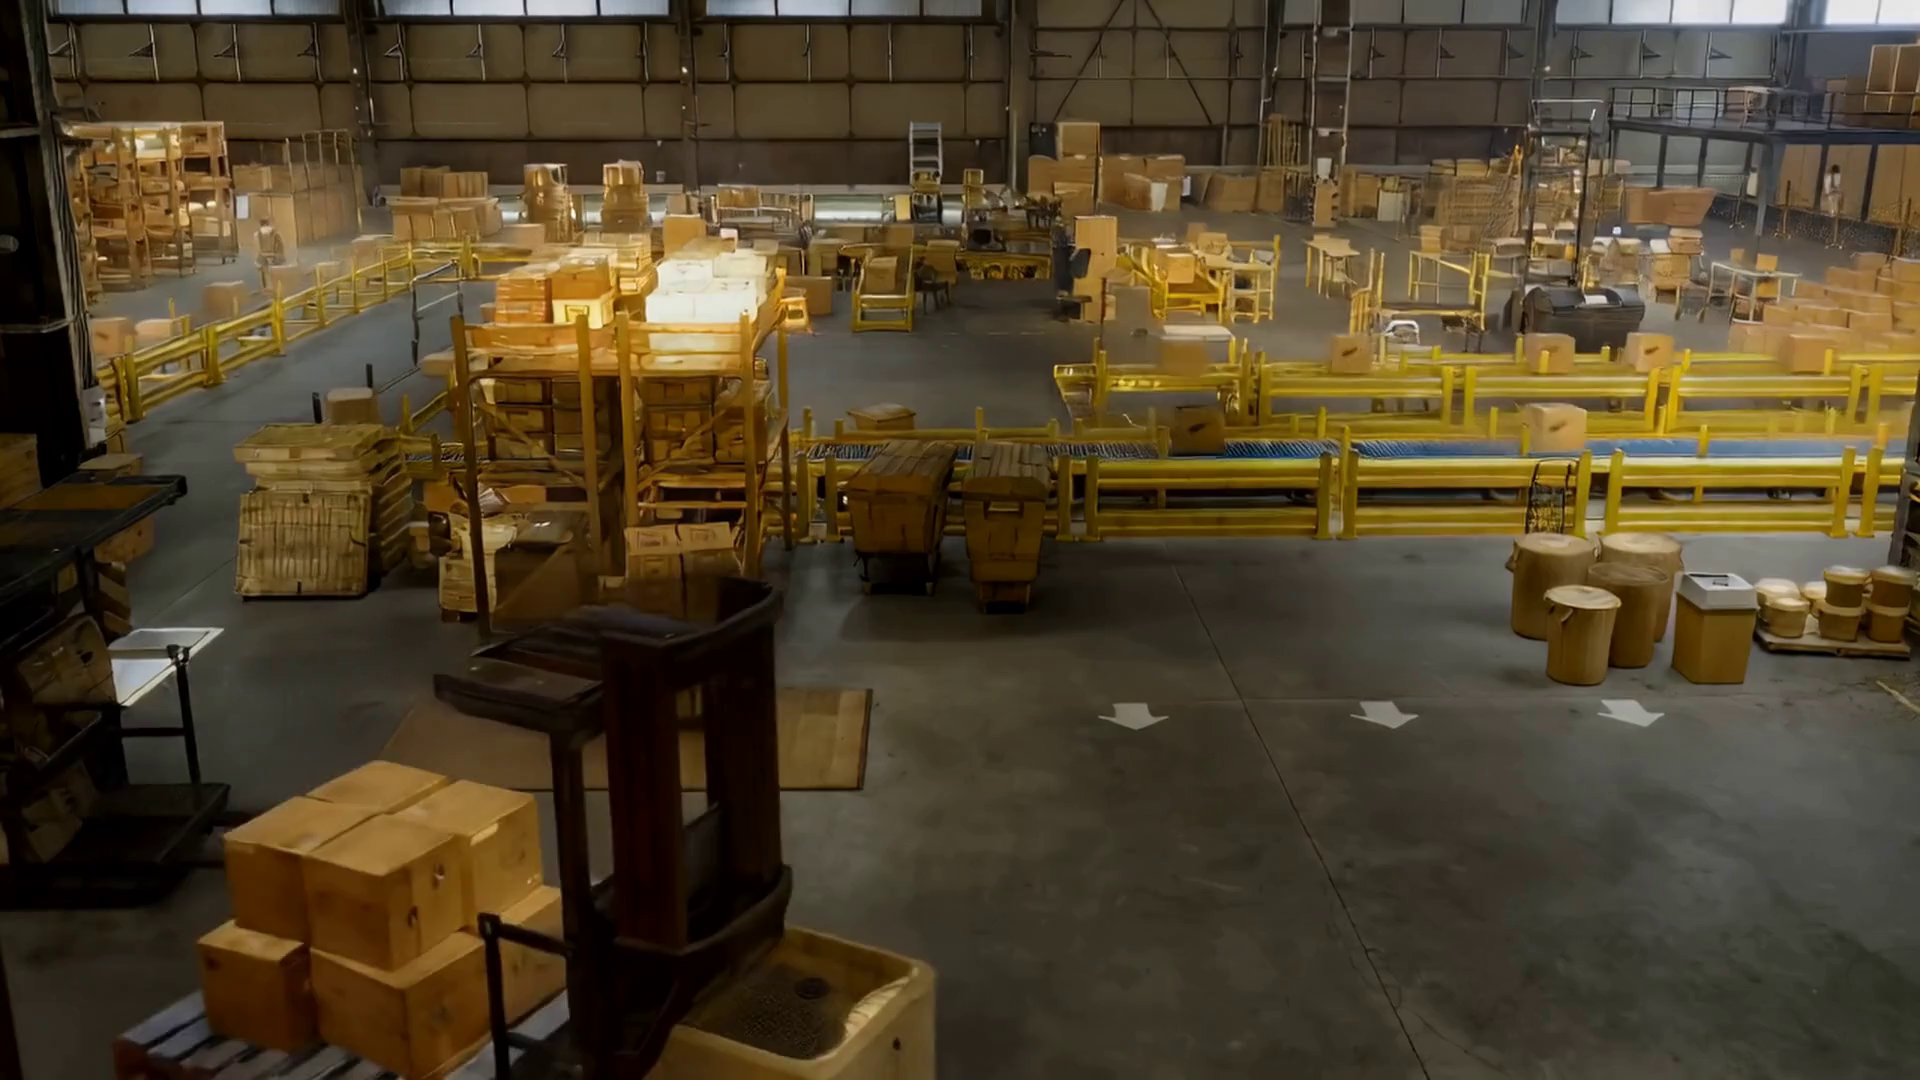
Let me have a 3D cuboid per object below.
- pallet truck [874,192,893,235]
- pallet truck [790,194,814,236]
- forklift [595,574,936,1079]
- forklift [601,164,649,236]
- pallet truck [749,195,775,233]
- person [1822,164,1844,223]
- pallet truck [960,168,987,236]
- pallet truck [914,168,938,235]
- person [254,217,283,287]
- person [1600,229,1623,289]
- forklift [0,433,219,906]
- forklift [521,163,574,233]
[{"bbox_3d":[-2.277,-9.986,50.594,0.653,1.274,1.630,0,16,-1],"label":"pallet truck"},{"bbox_3d":[-4.814,-9.883,50.259,0.704,1.261,1.522,-1,16,-3],"label":"pallet truck"},{"bbox_3d":[-1.130,1.611,7.476,1.873,2.768,1.129,8,18,26],"label":"forklift"},{"bbox_3d":[-9.948,-10.127,49.296,1.157,1.987,2.680,-1,16,-3],"label":"forklift"},{"bbox_3d":[-6.051,-9.967,50.660,0.680,1.201,1.601,0,16,-1],"label":"pallet truck"},{"bbox_3d":[28.274,-11.236,53.925,0.621,1.869,0.426,-2,16,-5],"label":"person"},{"bbox_3d":[0.383,-10.230,50.206,0.823,1.965,1.885,-1,16,-3],"label":"pallet truck"},{"bbox_3d":[-0.989,-10.316,50.507,0.823,1.965,1.885,1,16,3],"label":"pallet truck"},{"bbox_3d":[-15.144,-6.185,36.484,0.591,1.818,0.524,-2,16,-8],"label":"person"},{"bbox_3d":[13.474,-5.551,34.374,0.525,1.759,0.337,-7,18,-24],"label":"person"},{"bbox_3d":[-5.952,0.780,10.366,1.873,2.768,1.129,0,16,-1],"label":"forklift"},{"bbox_3d":[-12.233,-10.122,49.298,1.157,1.987,2.680,0,16,-1],"label":"forklift"}]
